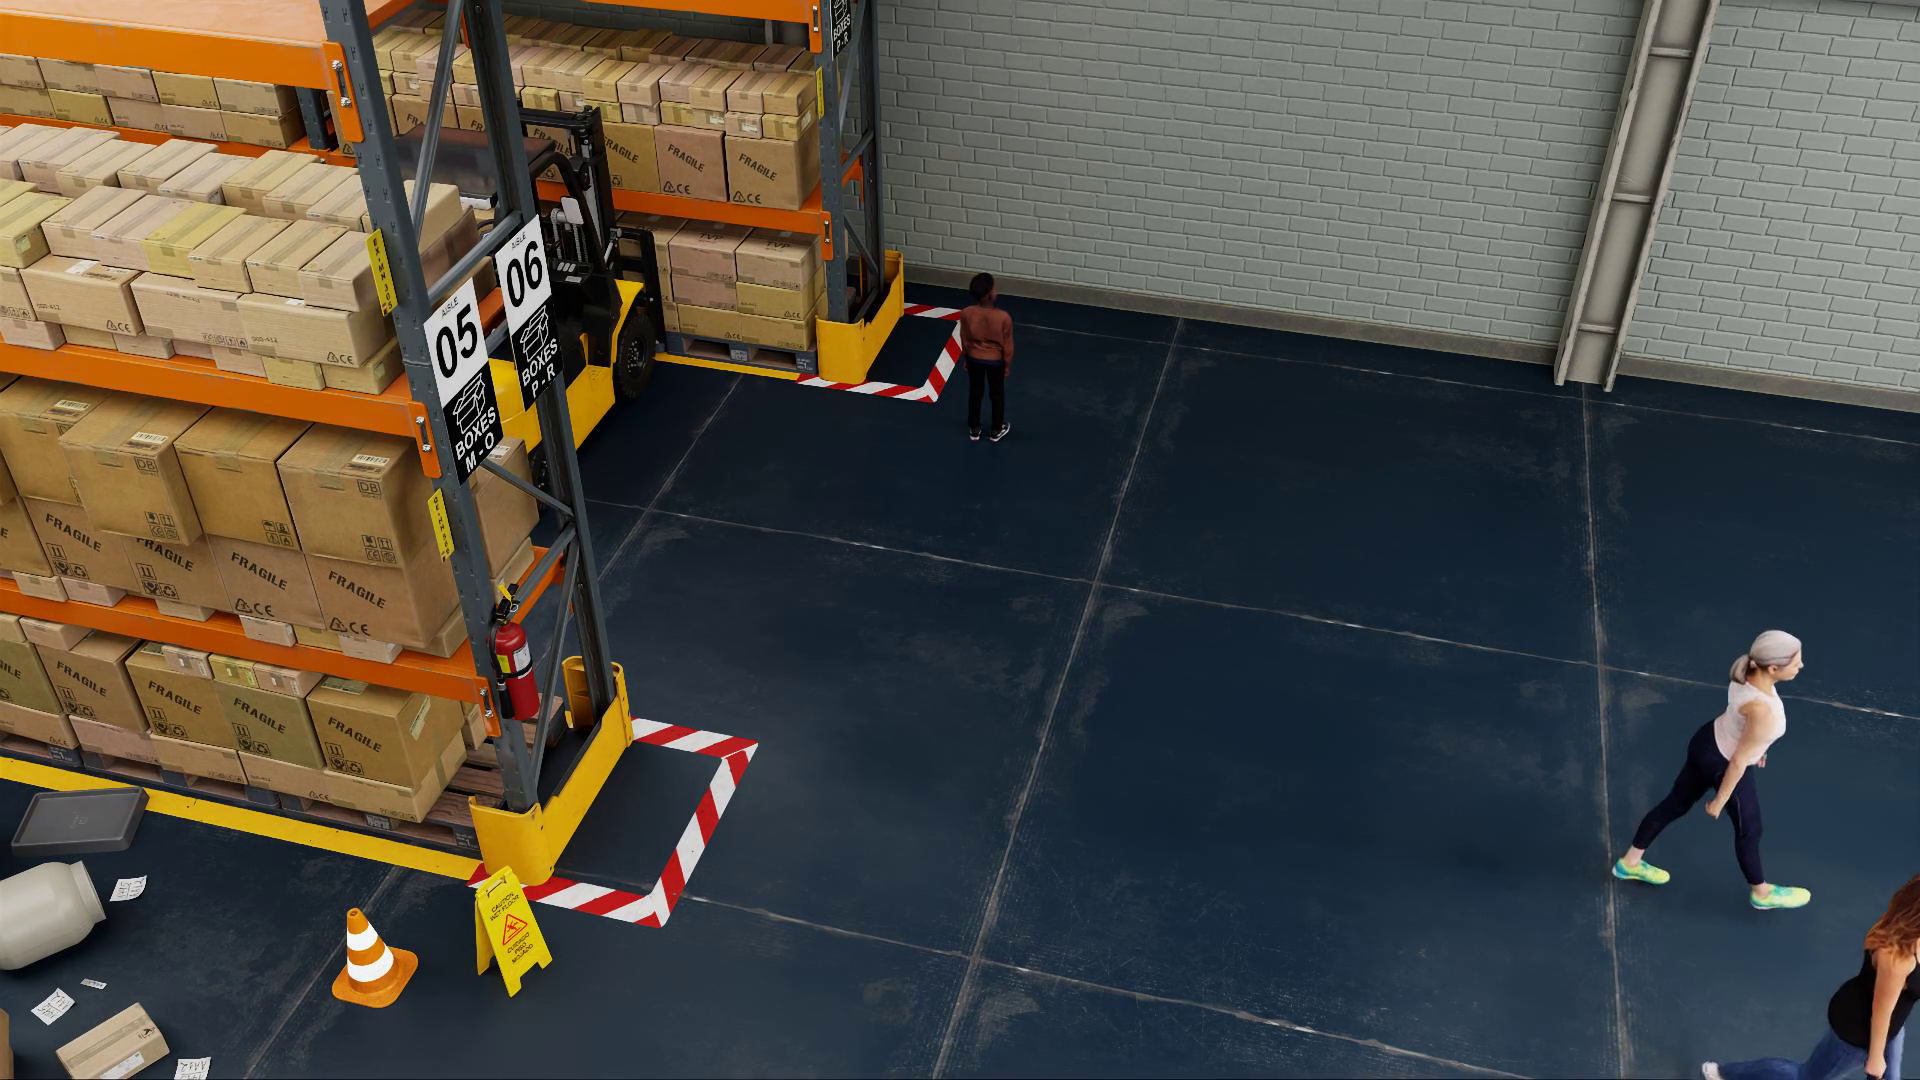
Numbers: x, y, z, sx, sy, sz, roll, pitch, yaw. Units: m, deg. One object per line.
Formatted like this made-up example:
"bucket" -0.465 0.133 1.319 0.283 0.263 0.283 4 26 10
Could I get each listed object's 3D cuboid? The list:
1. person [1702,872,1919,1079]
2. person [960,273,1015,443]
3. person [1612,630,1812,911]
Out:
"person" 3.597 1.921 6.763 0.930 1.688 1.142 -31 47 -34
"person" 0.173 -1.232 11.268 0.406 1.253 0.576 9 38 11
"person" 3.516 1.076 7.894 1.117 1.664 0.668 6 38 8
